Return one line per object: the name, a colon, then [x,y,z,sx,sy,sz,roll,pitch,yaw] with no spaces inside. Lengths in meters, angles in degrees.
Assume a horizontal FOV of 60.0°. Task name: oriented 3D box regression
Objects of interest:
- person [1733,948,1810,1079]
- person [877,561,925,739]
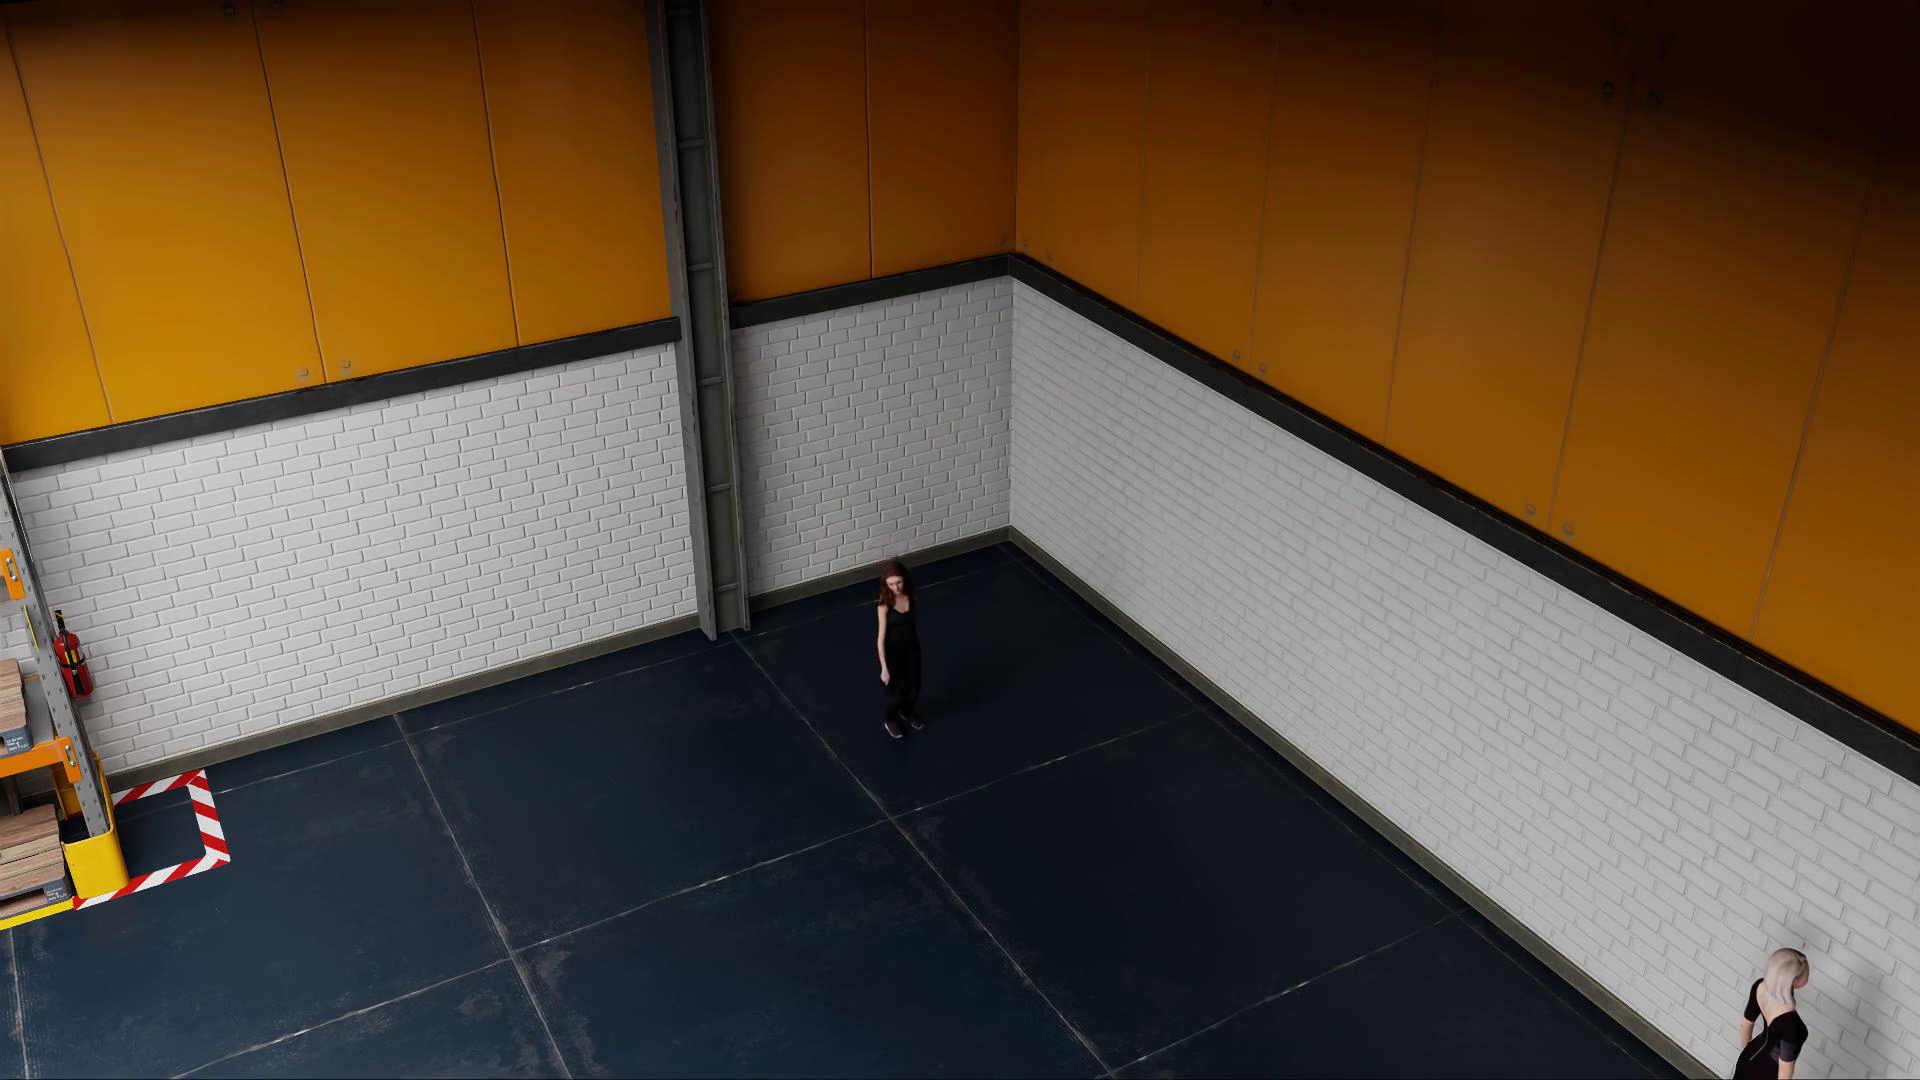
person: [4.523,3.033,9.403,0.630,1.829,0.648,-3,29,-6]
person: [-0.525,0.870,13.496,0.708,1.707,0.581,23,36,35]
